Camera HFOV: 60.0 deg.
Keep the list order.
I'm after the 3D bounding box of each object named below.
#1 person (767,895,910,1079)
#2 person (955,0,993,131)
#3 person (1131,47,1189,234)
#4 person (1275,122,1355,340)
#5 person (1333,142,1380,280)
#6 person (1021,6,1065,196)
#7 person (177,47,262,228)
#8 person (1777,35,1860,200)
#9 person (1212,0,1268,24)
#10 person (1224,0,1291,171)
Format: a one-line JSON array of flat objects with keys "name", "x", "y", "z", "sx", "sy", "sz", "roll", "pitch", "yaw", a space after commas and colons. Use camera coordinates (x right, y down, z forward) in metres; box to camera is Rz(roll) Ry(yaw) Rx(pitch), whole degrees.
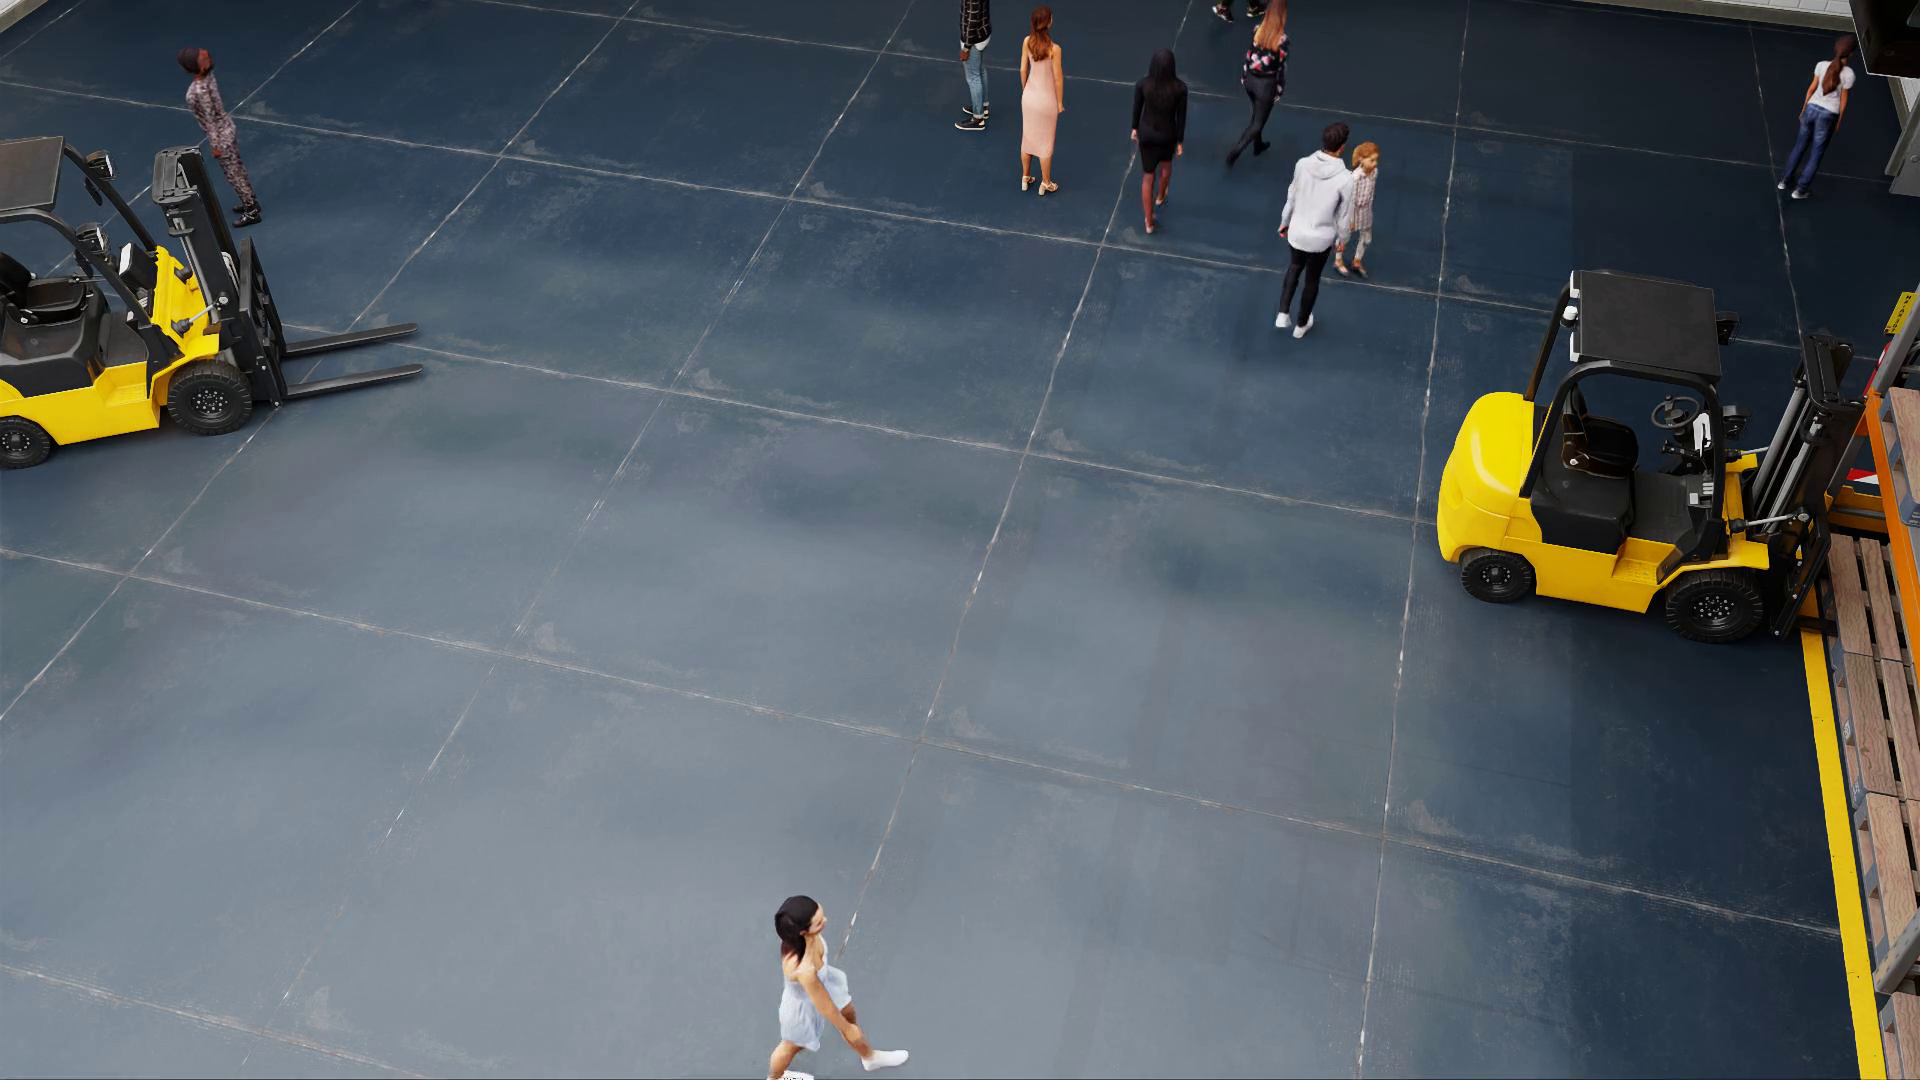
[{"name": "person", "x": -0.872, "y": 2.393, "z": 8.547, "sx": 0.851, "sy": 1.696, "sz": 1.016, "roll": -3, "pitch": 44, "yaw": -3}, {"name": "person", "x": 0.162, "y": -4.858, "z": 16.068, "sx": 0.711, "sy": 1.821, "sz": 0.476, "roll": 11, "pitch": 45, "yaw": 11}, {"name": "person", "x": 1.745, "y": -3.506, "z": 14.738, "sx": 0.704, "sy": 1.697, "sz": 0.976, "roll": 5, "pitch": 44, "yaw": 6}, {"name": "person", "x": 2.812, "y": -2.438, "z": 13.466, "sx": 0.822, "sy": 1.904, "sz": 0.858, "roll": 25, "pitch": 49, "yaw": 24}, {"name": "person", "x": 3.376, "y": -2.873, "z": 14.362, "sx": 0.677, "sy": 1.299, "sz": 0.737, "roll": -23, "pitch": 48, "yaw": -22}, {"name": "person", "x": 0.727, "y": -3.998, "z": 15.156, "sx": 0.639, "sy": 1.832, "sz": 0.614, "roll": 26, "pitch": 49, "yaw": 24}, {"name": "person", "x": -6.584, "y": -3.605, "z": 14.827, "sx": 0.715, "sy": 1.717, "sz": 0.610, "roll": -8, "pitch": 44, "yaw": -8}, {"name": "person", "x": 7.892, "y": -3.895, "z": 15.240, "sx": 0.700, "sy": 1.567, "sz": 0.650, "roll": -28, "pitch": 50, "yaw": -26}, {"name": "person", "x": 3.057, "y": -6.370, "z": 17.641, "sx": 1.050, "sy": 1.838, "sz": 1.087, "roll": -11, "pitch": 45, "yaw": -12}, {"name": "person", "x": 2.768, "y": -4.207, "z": 15.510, "sx": 1.127, "sy": 1.647, "sz": 0.973, "roll": -32, "pitch": 52, "yaw": -29}]
